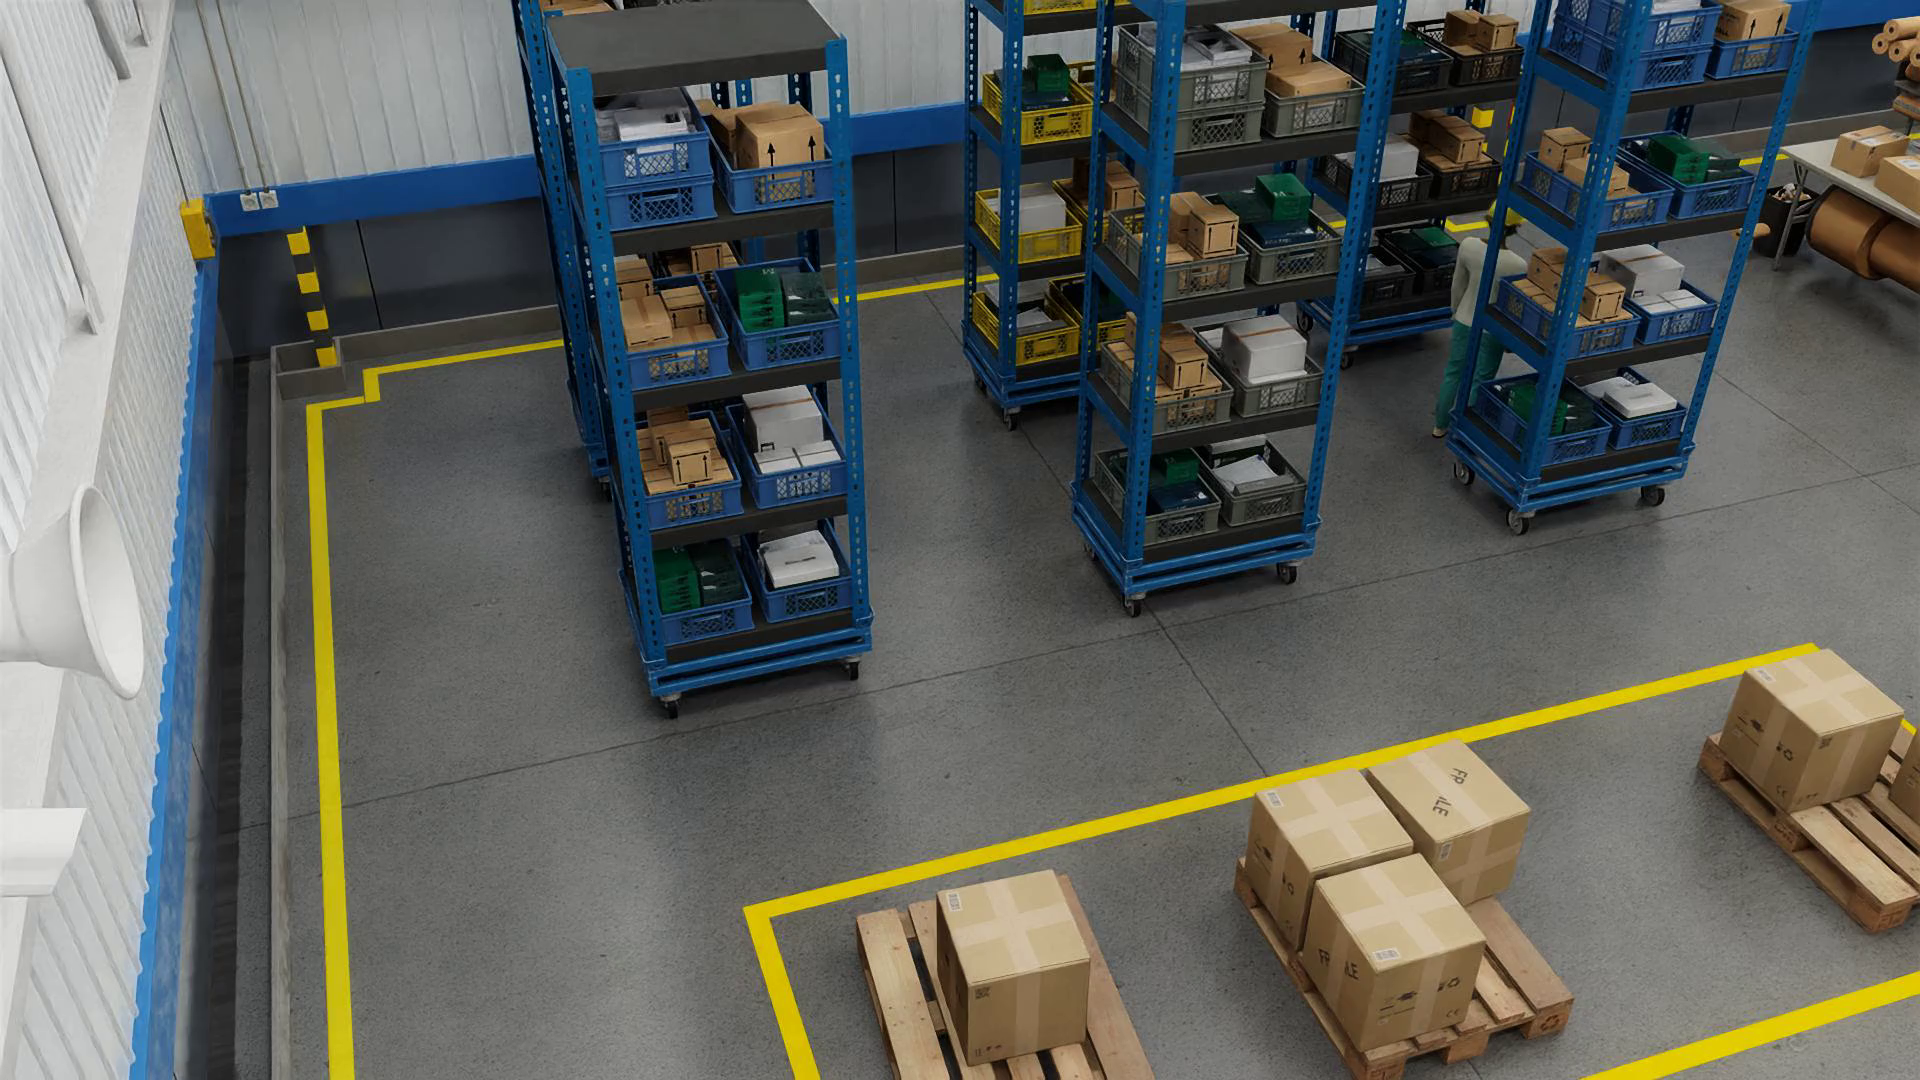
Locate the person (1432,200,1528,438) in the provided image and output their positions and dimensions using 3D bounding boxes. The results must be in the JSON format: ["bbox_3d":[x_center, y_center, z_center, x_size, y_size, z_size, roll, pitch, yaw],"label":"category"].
[{"bbox_3d":[3.380,-1.394,10.732,0.313,1.768,0.524,-25,42,-31],"label":"person"}]
